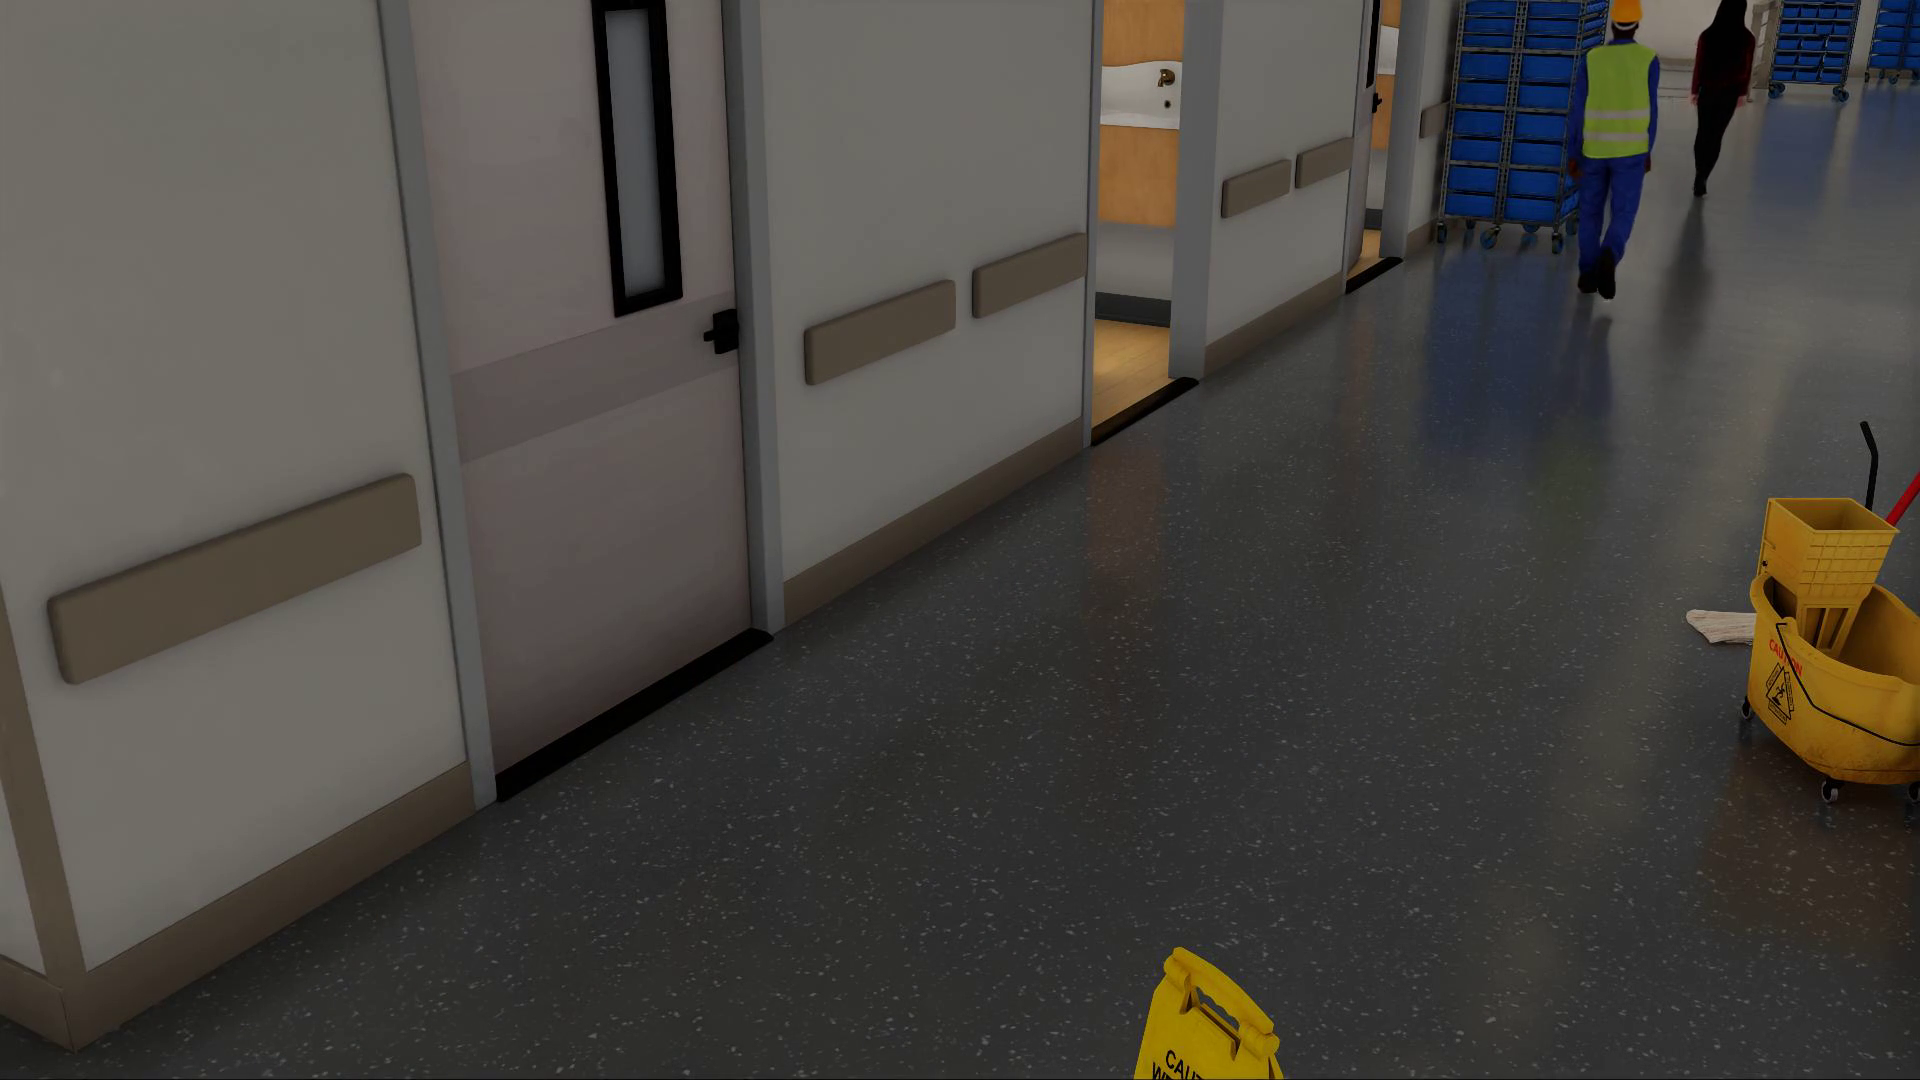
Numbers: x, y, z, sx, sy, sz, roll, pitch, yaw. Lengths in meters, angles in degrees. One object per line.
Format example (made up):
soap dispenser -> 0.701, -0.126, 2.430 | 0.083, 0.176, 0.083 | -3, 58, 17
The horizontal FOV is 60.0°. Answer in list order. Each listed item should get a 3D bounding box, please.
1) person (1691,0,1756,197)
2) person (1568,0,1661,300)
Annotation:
person -> 6.280, -3.667, 13.771 | 0.591, 1.642, 0.603 | 11, 23, 26
person -> 3.937, -2.333, 10.036 | 0.713, 1.793, 1.001 | 9, 22, 21
